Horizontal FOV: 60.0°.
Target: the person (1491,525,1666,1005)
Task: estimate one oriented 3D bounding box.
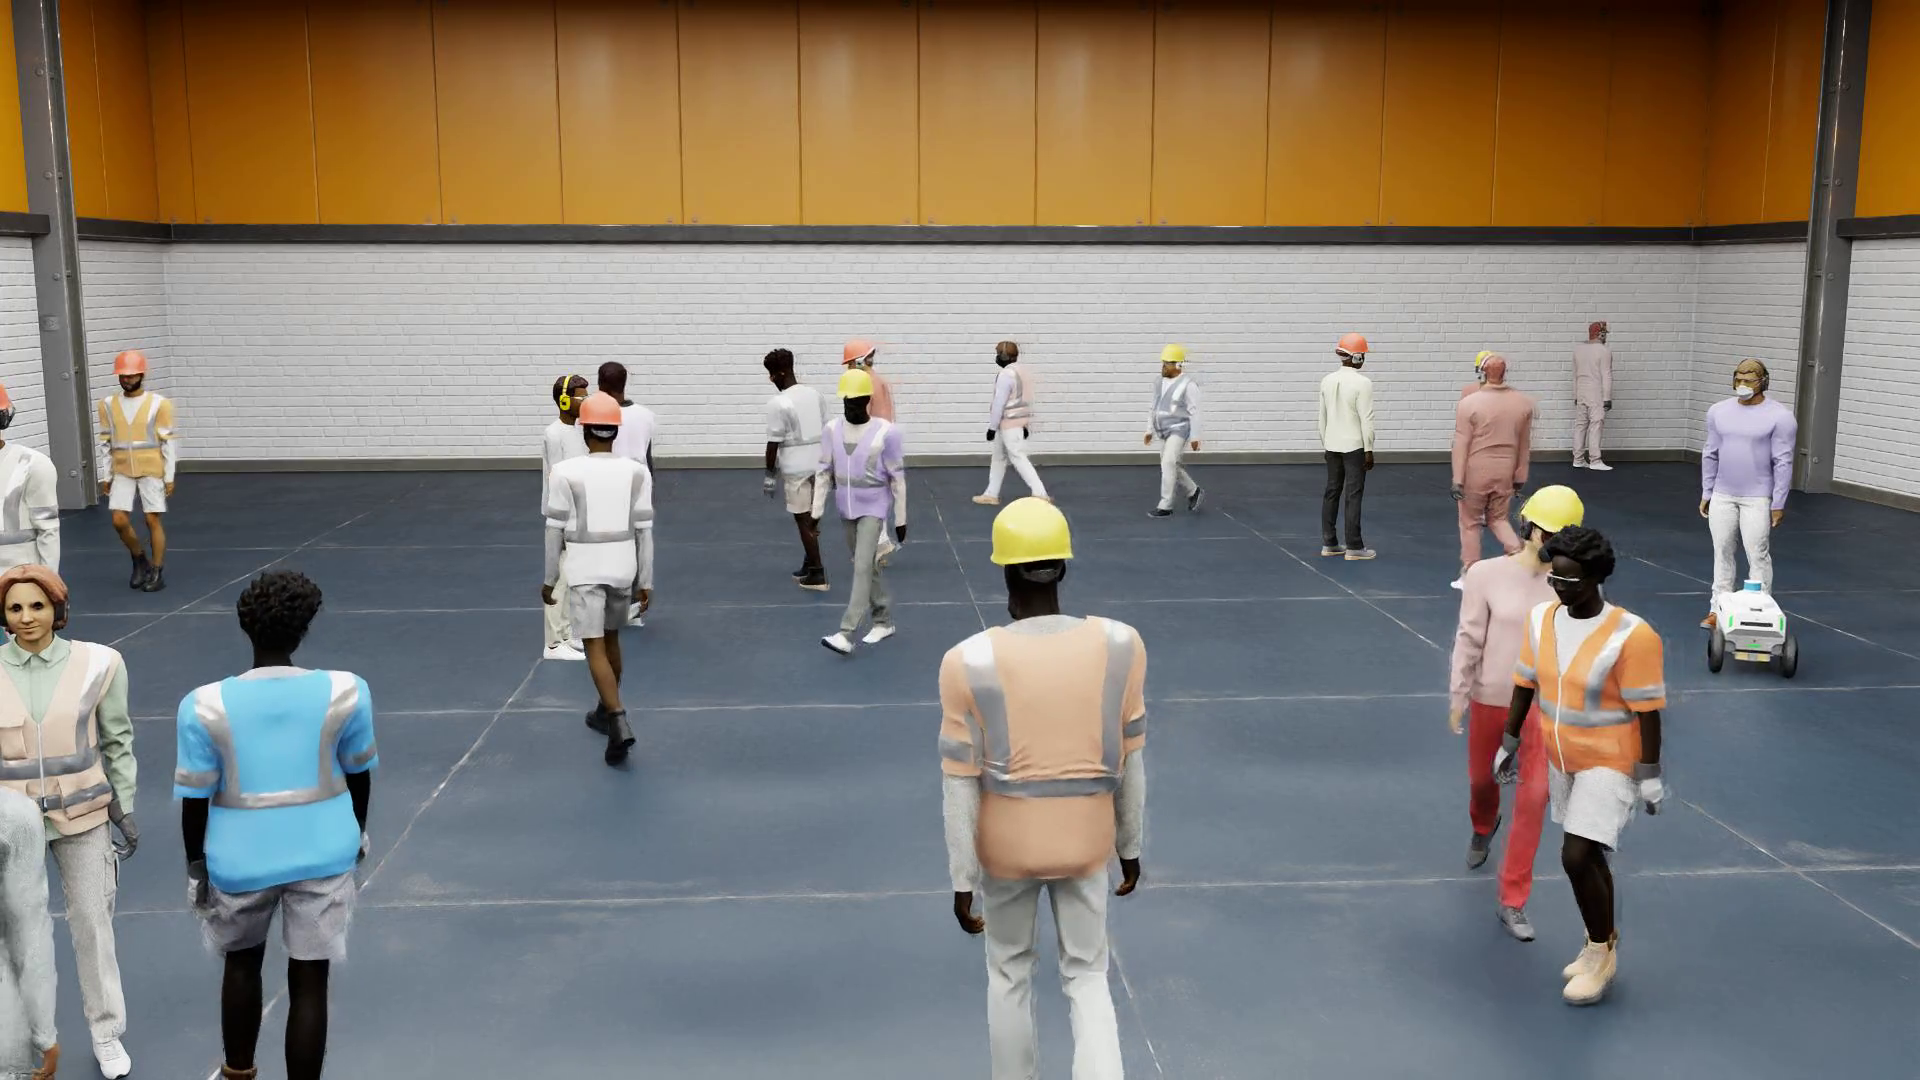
[{"bbox_3d":[2.169,0.762,5.737,0.508,1.657,0.557,-4,10,-23],"label":"person"}]

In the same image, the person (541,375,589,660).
[{"bbox_3d":[-2.556,-0.148,10.873,0.329,1.861,0.507,0,9,3],"label":"person"}]

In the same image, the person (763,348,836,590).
[{"bbox_3d":[-1.305,-0.566,13.259,0.650,1.925,0.691,7,11,38],"label":"person"}]

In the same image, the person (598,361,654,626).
[{"bbox_3d":[-2.388,-0.312,11.761,0.432,1.901,0.612,7,11,37],"label":"person"}]

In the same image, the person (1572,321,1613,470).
[{"bbox_3d":[8.160,-1.850,21.393,0.401,1.910,0.642,-3,10,-19],"label":"person"}]

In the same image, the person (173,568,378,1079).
[{"bbox_3d":[-1.950,0.908,4.804,0.540,1.672,0.570,-4,10,-22],"label":"person"}]

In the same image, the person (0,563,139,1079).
[{"bbox_3d":[-2.797,0.877,5.099,0.513,1.642,0.311,-5,10,-28],"label":"person"}]

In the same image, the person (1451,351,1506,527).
[{"bbox_3d":[5.205,-1.018,16.677,0.532,1.740,0.723,-2,9,-14],"label":"person"}]

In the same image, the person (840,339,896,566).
[{"bbox_3d":[-0.811,-0.744,14.299,0.486,1.952,0.651,3,10,20],"label":"person"}]

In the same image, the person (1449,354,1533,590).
[{"bbox_3d":[4.161,-0.499,12.986,0.652,1.890,0.611,-3,9,-17],"label":"person"}]

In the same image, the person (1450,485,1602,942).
[{"bbox_3d":[2.208,0.608,6.548,0.546,1.708,0.857,2,9,15],"label":"person"}]

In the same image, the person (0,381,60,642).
[{"bbox_3d":[-4.648,0.212,8.013,0.608,2.046,0.367,0,9,-1],"label":"person"}]

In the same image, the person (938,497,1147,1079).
[{"bbox_3d":[0.237,0.836,4.522,0.591,1.903,0.721,-2,9,-10],"label":"person"}]

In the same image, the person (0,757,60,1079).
[{"bbox_3d":[-2.189,1.086,3.542,0.490,1.727,0.550,-5,10,-27],"label":"person"}]

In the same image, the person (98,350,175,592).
[{"bbox_3d":[-6.467,-0.532,13.070,0.580,1.919,0.418,-1,9,-8],"label":"person"}]

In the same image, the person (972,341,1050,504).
[{"bbox_3d":[0.584,-1.241,17.922,0.912,1.806,0.625,3,9,16],"label":"person"}]

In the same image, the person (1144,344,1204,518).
[{"bbox_3d":[2.259,-1.141,17.278,0.789,1.806,0.587,-5,11,-31],"label":"person"}]

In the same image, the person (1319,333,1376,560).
[{"bbox_3d":[3.427,-0.823,14.671,0.377,1.995,0.608,-6,11,-32],"label":"person"}]

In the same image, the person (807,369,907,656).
[{"bbox_3d":[-0.710,-0.185,11.017,0.609,1.876,0.979,6,11,34],"label":"person"}]

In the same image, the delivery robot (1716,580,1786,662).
[{"bbox_3d":[5.033,0.498,10.588,0.477,0.478,0.707,3,10,20],"label":"delivery robot"}]

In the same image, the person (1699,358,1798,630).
[{"bbox_3d":[5.476,-0.299,11.610,0.371,1.932,0.622,-7,11,-36],"label":"person"}]

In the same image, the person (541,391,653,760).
[{"bbox_3d":[-1.860,0.174,8.734,0.555,1.903,0.950,-6,11,-32],"label":"person"}]
